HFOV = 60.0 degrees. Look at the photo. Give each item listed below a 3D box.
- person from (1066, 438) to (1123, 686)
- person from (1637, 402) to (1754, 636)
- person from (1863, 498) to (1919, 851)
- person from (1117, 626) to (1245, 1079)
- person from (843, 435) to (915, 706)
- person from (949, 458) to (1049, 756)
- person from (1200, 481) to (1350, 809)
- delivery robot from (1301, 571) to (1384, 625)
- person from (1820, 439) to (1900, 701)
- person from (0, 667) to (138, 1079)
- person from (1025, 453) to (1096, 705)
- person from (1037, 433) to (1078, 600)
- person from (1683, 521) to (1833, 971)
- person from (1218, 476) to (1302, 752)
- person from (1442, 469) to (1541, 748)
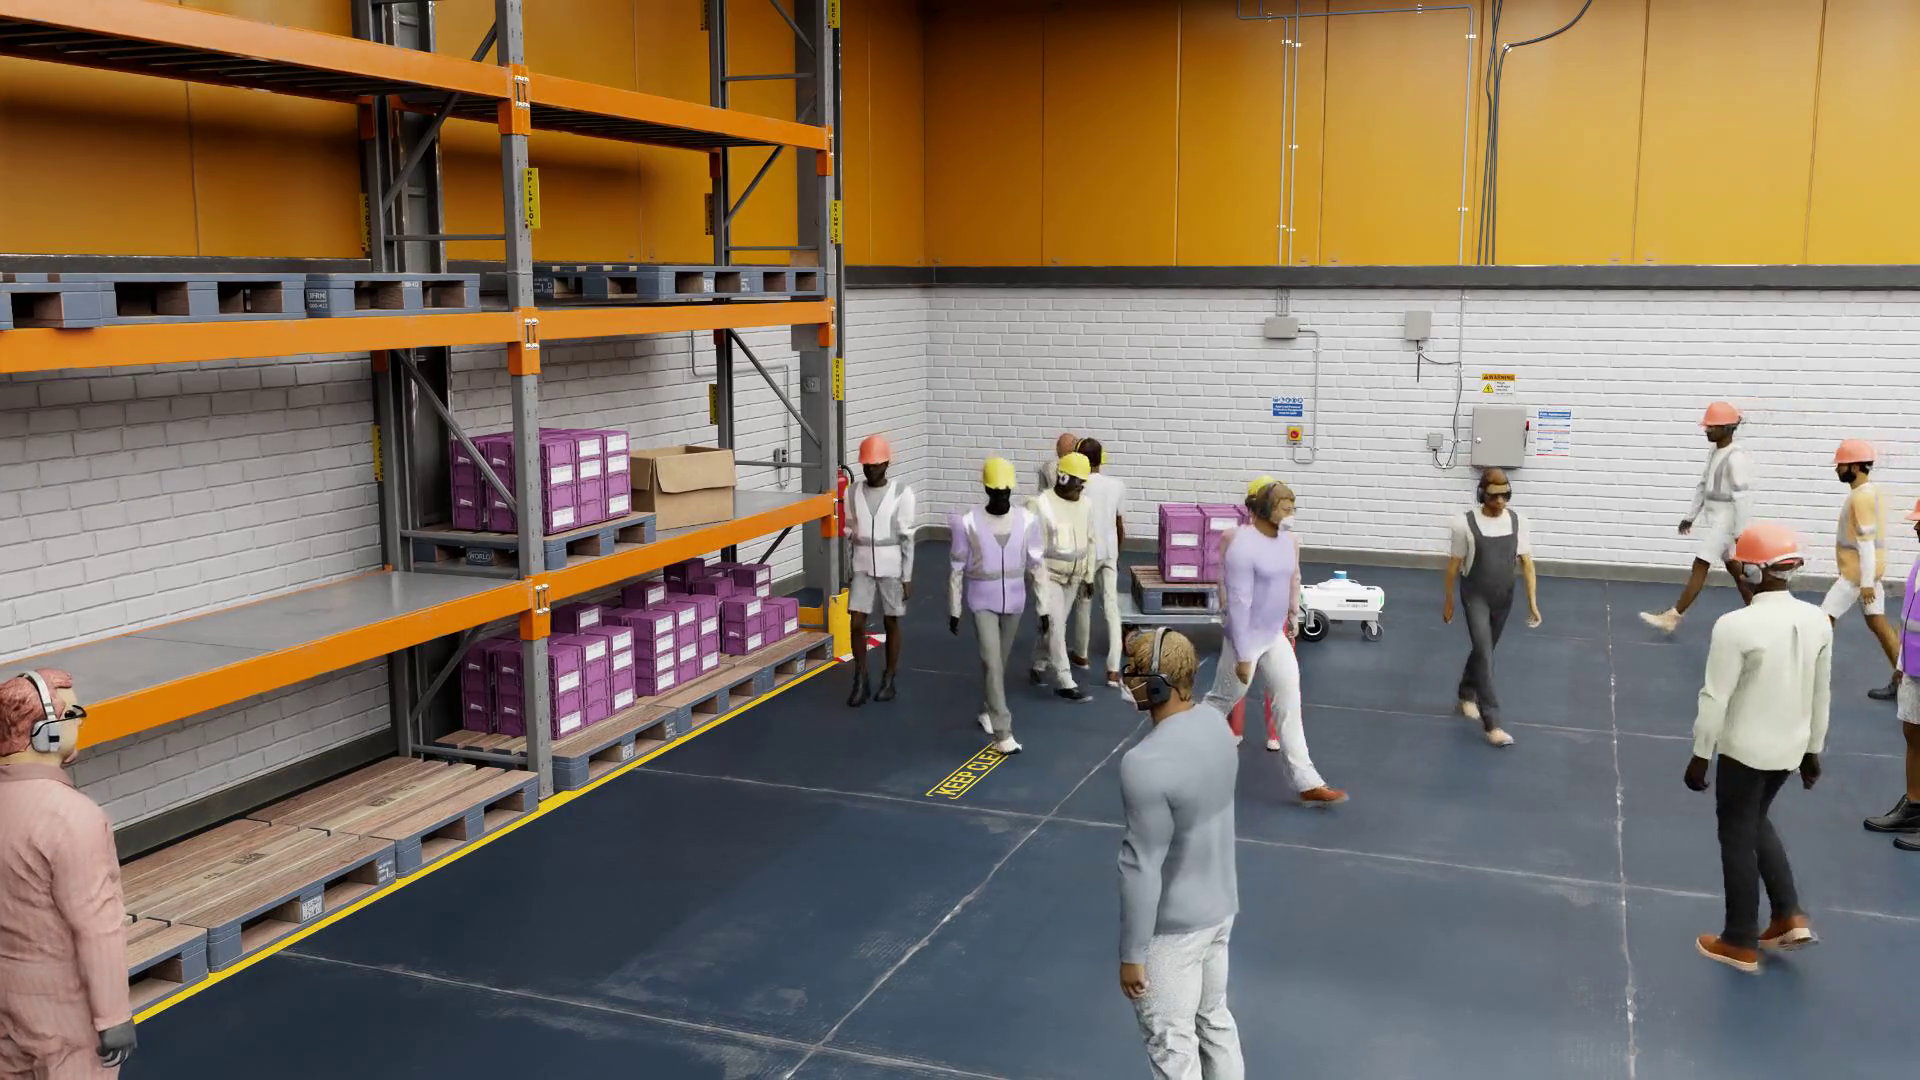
[{"bbox_3d":[0.979,0.145,12.507,0.563,1.808,0.953,-3,10,-19],"label":"person"},{"bbox_3d":[6.290,-0.160,13.902,1.070,1.978,0.620,2,9,13],"label":"person"},{"bbox_3d":[5.125,0.674,8.805,0.354,1.939,0.544,0,9,2],"label":"person"},{"bbox_3d":[0.694,1.231,5.382,0.396,1.927,0.641,6,11,33],"label":"person"},{"bbox_3d":[-0.585,0.224,11.689,0.546,1.913,0.657,2,9,12],"label":"person"},{"bbox_3d":[0.260,0.404,10.697,0.608,1.871,0.983,-3,9,-18],"label":"person"},{"bbox_3d":[1.726,0.589,9.570,1.080,1.872,0.660,8,12,42],"label":"person"},{"bbox_3d":[3.174,0.504,13.911,0.707,0.478,0.477,1,9,6],"label":"delivery robot"},{"bbox_3d":[6.405,0.212,11.923,1.014,1.873,0.554,7,11,36],"label":"person"},{"bbox_3d":[-2.649,1.315,4.881,0.649,1.906,0.401,4,10,26],"label":"person"},{"bbox_3d":[0.698,0.251,12.016,0.655,1.768,0.864,-6,11,-33],"label":"person"},{"bbox_3d":[0.941,-0.175,15.213,0.526,1.595,0.877,2,9,14],"label":"person"},{"bbox_3d":[3.457,0.901,7.259,0.618,1.981,0.432,-4,10,-25],"label":"person"},{"bbox_3d":[1.914,0.470,10.628,0.533,1.768,0.311,4,10,23],"label":"person"},{"bbox_3d":[3.477,0.404,11.021,0.508,1.792,1.025,-2,9,-11],"label":"person"}]
